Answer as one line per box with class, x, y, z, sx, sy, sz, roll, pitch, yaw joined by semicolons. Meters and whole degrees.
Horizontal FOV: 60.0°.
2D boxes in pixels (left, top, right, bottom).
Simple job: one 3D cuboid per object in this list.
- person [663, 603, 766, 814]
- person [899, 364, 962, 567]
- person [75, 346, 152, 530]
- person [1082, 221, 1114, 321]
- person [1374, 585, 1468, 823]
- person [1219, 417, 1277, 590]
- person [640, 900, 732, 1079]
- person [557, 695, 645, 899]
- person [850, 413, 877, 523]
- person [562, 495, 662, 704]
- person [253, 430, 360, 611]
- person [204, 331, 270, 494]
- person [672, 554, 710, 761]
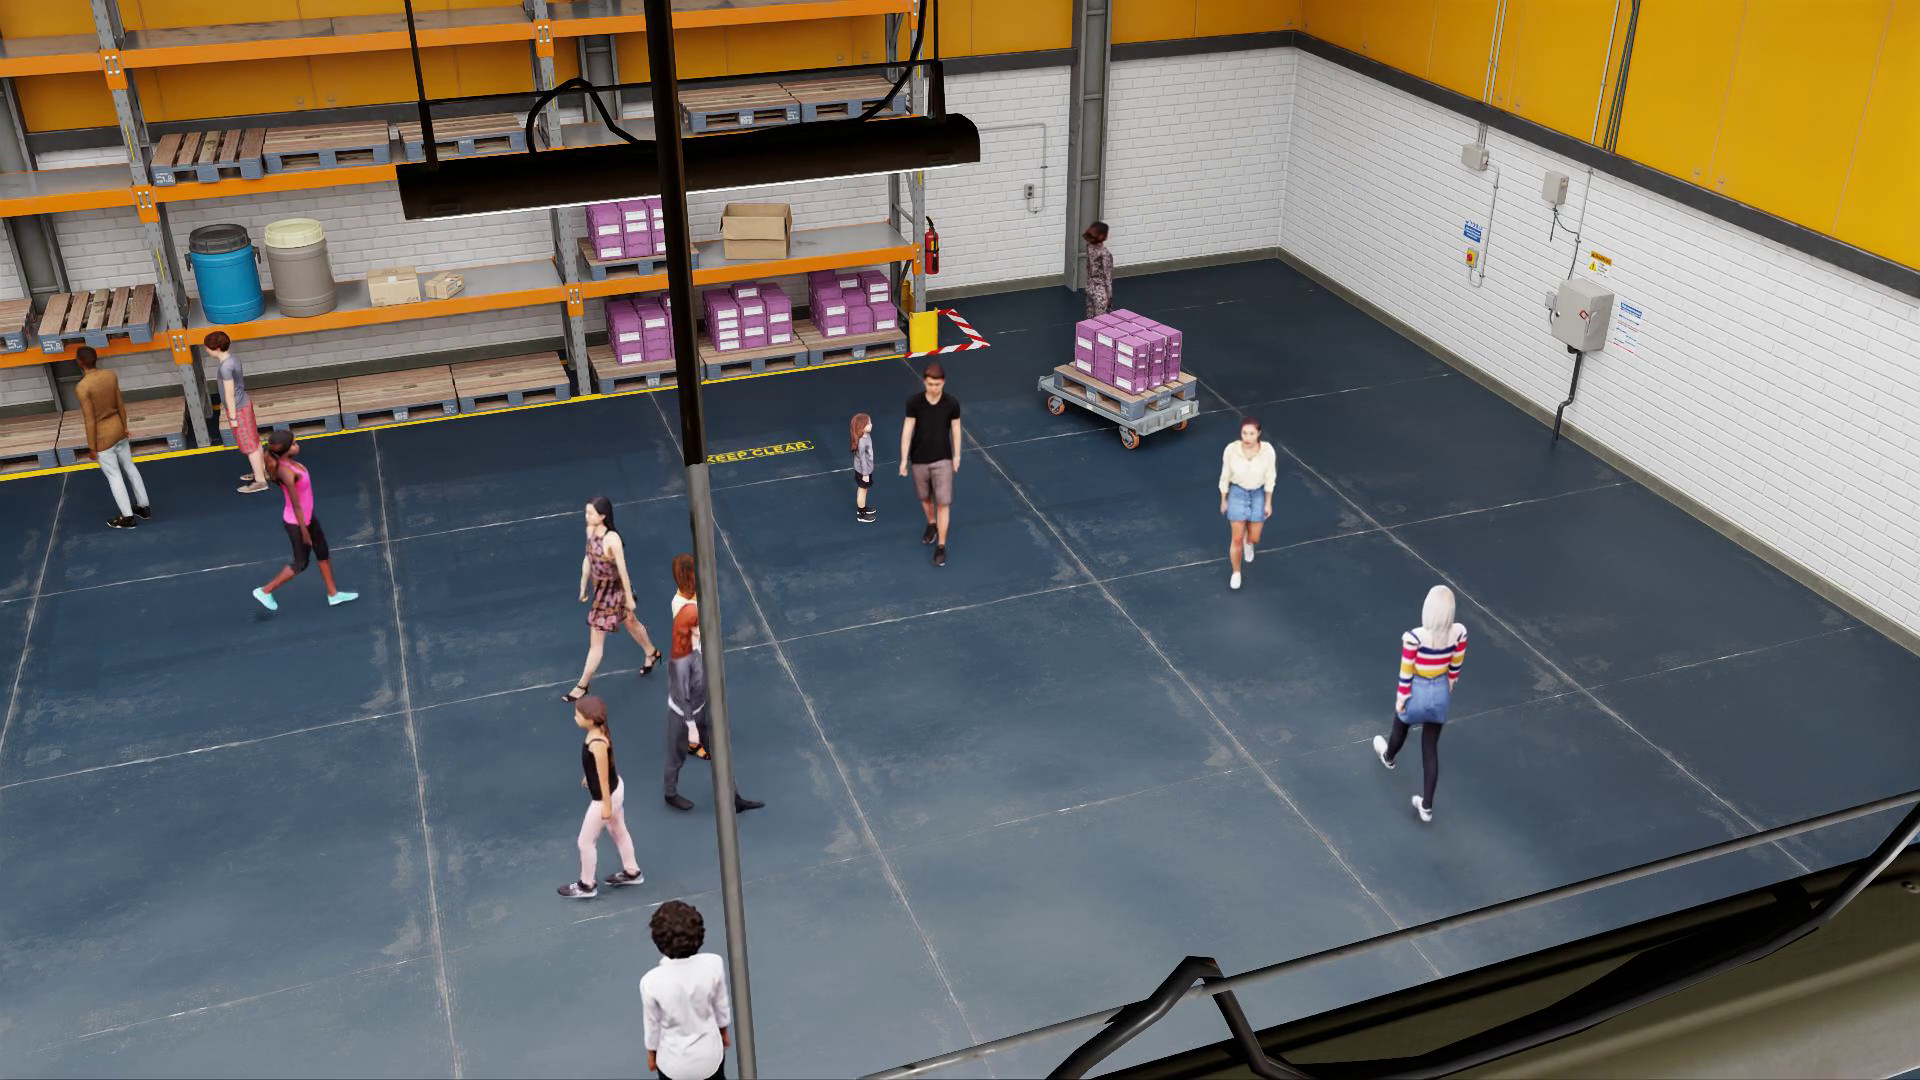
person;-1.978;1.217;11.711;1.112;1.739;0.957;6;29;10
person;-0.257;-0.778;15.268;1.066;1.835;1.029;4;29;7
person;-8.012;-0.977;15.653;0.742;1.815;0.712;9;30;16
person;1.587;-2.850;19.193;0.613;1.714;0.609;-15;32;-25
person;3.327;1.177;11.768;1.105;1.756;0.879;-4;29;-8
person;2.548;-0.380;14.762;0.879;1.621;0.906;5;29;8
person;-1.446;2.706;8.913;0.538;1.804;0.712;-15;32;-25
person;-2.288;1.694;11.040;0.845;1.544;0.663;-3;29;-6
person;-0.926;-0.718;15.920;0.527;1.106;0.526;0;29;-1
person;-2.692;0.428;13.183;1.254;1.714;0.928;-23;36;-36
person;-5.735;-0.131;14.225;1.046;1.699;0.570;-9;30;-17
person;-7.098;-1.285;16.396;0.538;1.645;0.581;-7;29;-13
person;-2.008;0.847;12.449;0.681;1.683;0.693;2;29;4
